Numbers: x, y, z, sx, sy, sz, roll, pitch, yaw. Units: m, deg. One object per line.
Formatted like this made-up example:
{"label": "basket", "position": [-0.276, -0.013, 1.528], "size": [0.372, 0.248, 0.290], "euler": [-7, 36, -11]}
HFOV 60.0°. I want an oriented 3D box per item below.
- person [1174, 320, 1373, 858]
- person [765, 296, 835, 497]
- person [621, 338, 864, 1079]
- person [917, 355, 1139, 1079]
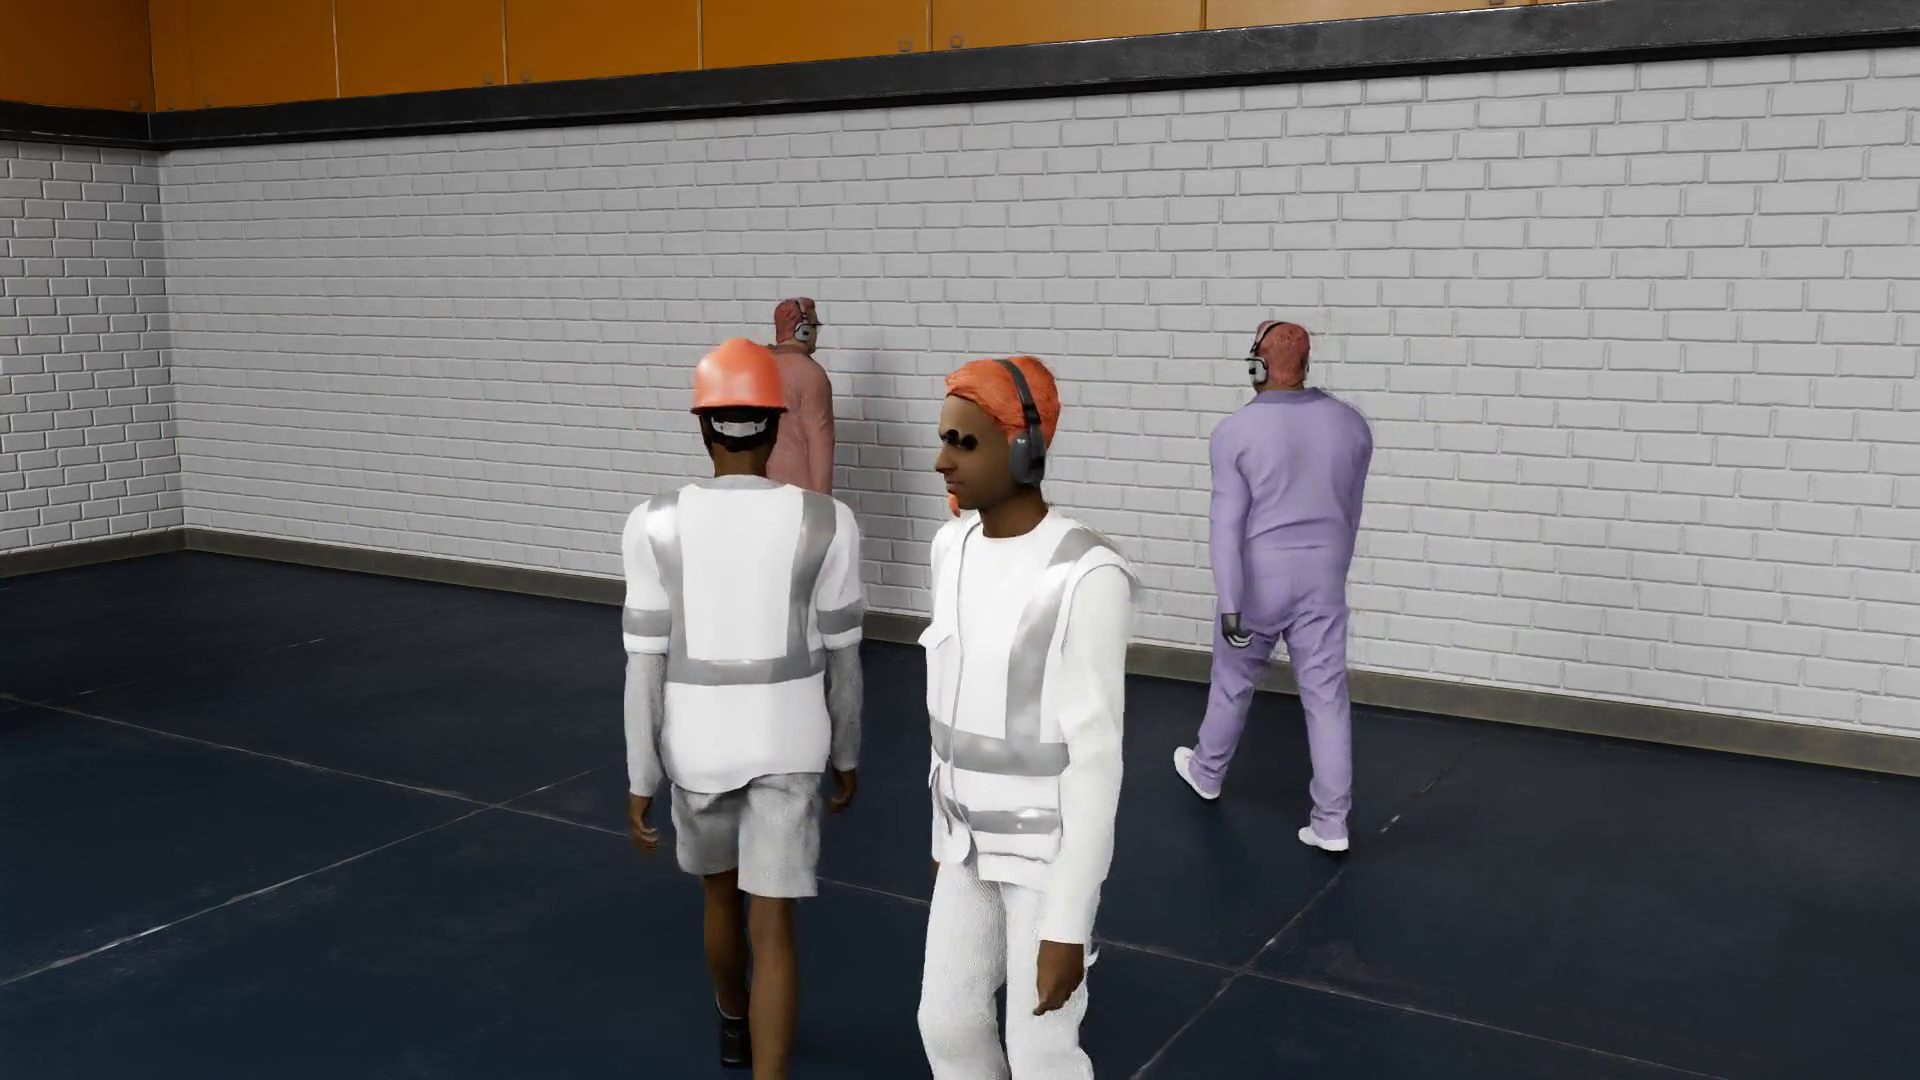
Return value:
{"label": "person", "position": [1.143, 0.145, 6.006], "size": [0.646, 1.854, 1.004], "euler": [-2, 9, -14]}
{"label": "person", "position": [-0.832, -0.286, 8.527], "size": [0.401, 1.906, 0.651], "euler": [-8, 12, -40]}
{"label": "person", "position": [-0.496, 0.478, 3.846], "size": [0.546, 1.883, 1.026], "euler": [0, 9, -3]}
{"label": "person", "position": [0.111, 0.596, 3.121], "size": [0.363, 1.881, 0.608], "euler": [-6, 11, -33]}
